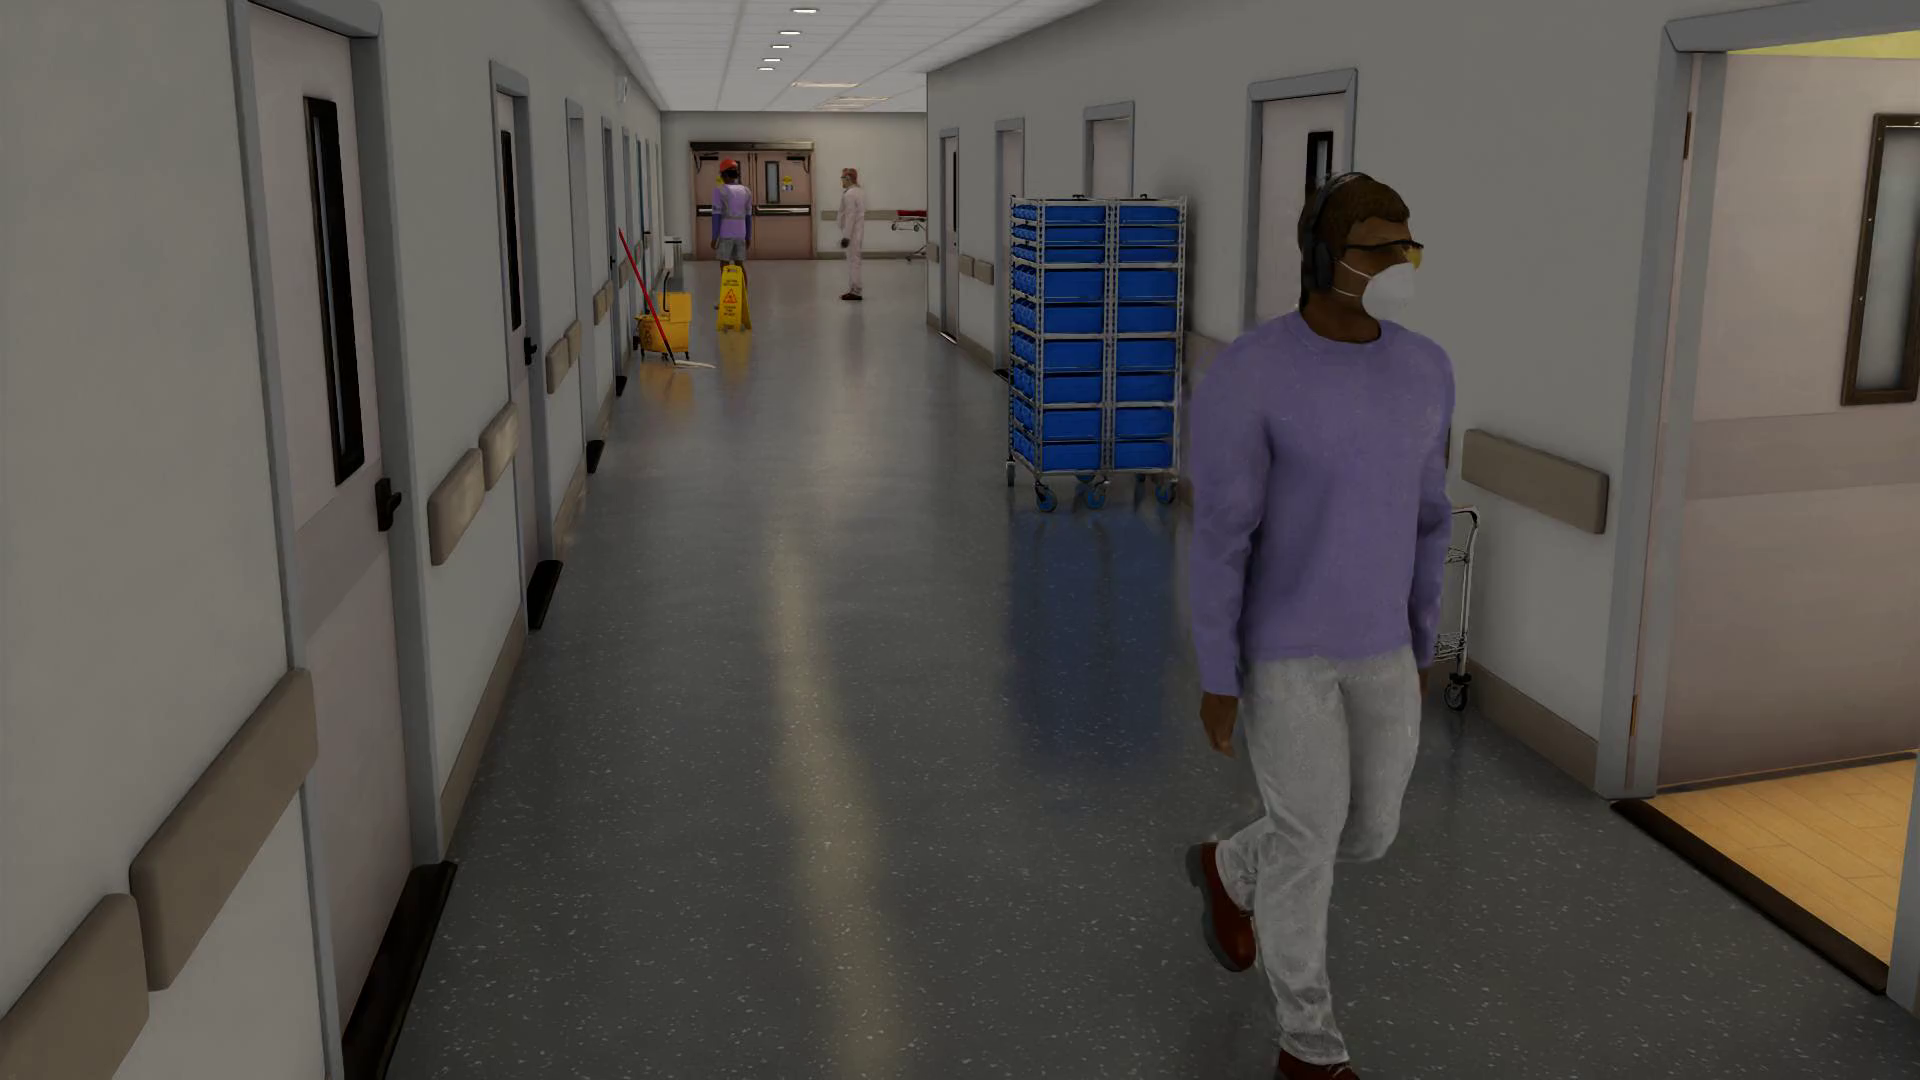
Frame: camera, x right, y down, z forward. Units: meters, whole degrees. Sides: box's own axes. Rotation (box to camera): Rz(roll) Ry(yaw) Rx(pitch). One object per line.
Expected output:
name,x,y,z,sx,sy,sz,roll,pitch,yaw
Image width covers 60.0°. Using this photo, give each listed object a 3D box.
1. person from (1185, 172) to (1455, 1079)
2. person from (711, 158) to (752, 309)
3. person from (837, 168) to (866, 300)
person,0.700,0.208,3.488,0.626,1.924,0.706,-7,14,-27
person,-3.118,-4.151,22.615,0.616,2.030,0.408,-11,17,-40
person,-1.587,-4.446,24.201,0.403,1.904,0.653,2,13,10
